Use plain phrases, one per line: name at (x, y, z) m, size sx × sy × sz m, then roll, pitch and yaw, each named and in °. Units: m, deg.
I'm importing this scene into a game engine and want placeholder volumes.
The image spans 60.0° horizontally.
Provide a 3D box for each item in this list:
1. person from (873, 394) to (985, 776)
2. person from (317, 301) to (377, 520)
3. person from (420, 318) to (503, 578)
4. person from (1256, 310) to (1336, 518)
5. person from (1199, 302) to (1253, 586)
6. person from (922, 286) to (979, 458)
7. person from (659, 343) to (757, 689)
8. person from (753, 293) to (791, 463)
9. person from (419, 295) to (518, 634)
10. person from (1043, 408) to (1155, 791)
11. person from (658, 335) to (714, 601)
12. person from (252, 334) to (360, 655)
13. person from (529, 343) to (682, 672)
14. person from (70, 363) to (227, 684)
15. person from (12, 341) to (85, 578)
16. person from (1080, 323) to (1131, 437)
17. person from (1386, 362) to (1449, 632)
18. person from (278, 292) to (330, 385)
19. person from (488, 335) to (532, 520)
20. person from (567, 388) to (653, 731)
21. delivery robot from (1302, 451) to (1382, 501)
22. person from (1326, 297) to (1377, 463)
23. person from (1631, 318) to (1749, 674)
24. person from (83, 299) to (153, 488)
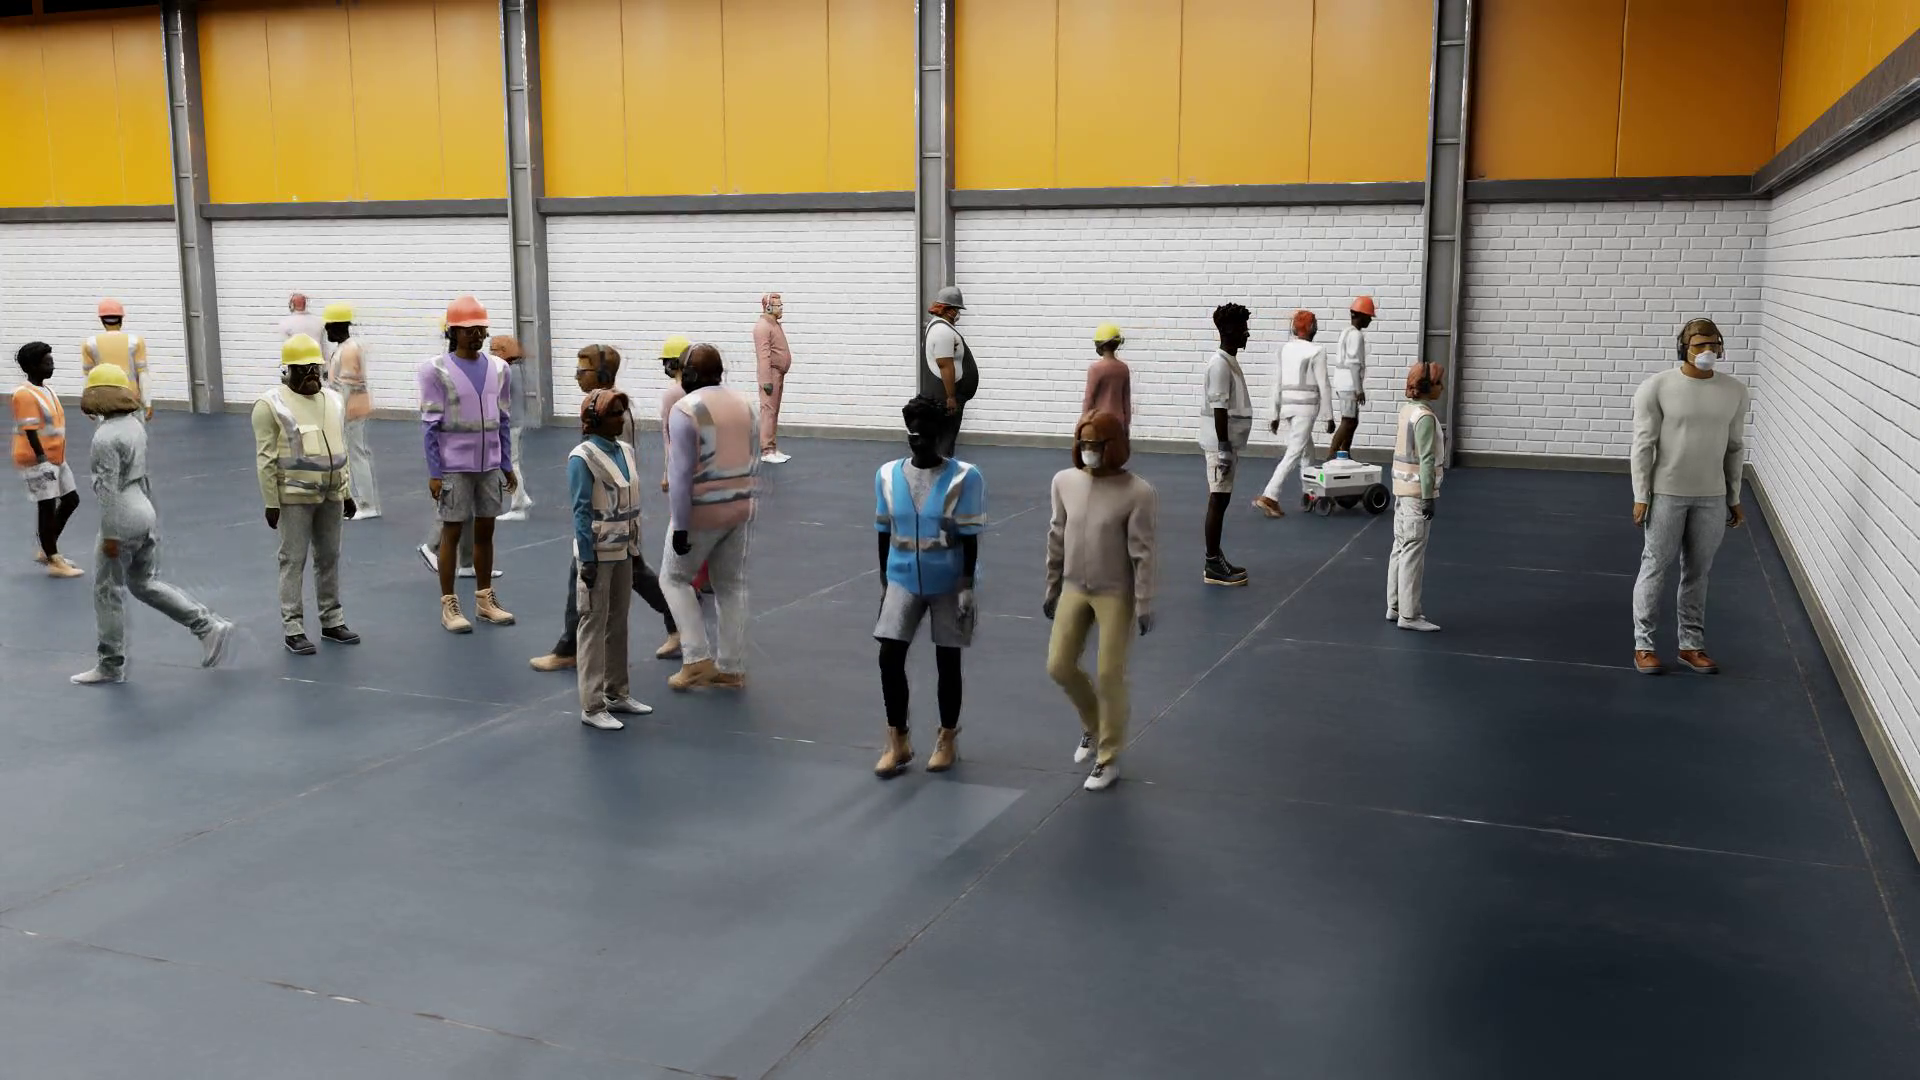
person at (-0.156, 0.212, 7.177) m, size 0.534 × 1.674 × 0.556 m, roll 3°, pitch 10°, yaw 17°
person at (-5.374, -1.103, 14.416) m, size 0.579 × 1.907 × 0.593 m, roll -6°, pitch 11°, yaw -31°
person at (-3.514, -0.658, 11.690) m, size 0.440 × 1.913 × 0.618 m, roll 0°, pitch 9°, yaw 2°
person at (2.996, -1.129, 14.820) m, size 0.999 × 1.838 × 0.613 m, roll -5°, pitch 11°, yaw -29°
person at (1.864, -0.675, 11.657) m, size 0.368 × 1.966 × 0.603 m, roll 2°, pitch 10°, yaw 11°
person at (-0.091, -1.420, 15.946) m, size 0.537 × 2.000 × 0.679 m, roll -2°, pitch 10°, yaw -12°
person at (-1.321, -0.113, 8.705) m, size 0.476 × 1.821 × 0.644 m, roll 7°, pitch 12°, yaw 35°
person at (-2.112, -1.832, 18.849) m, size 0.408 × 1.909 × 0.638 m, roll 1°, pitch 9°, yaw 4°
person at (-2.968, -0.464, 10.145) m, size 0.395 × 2.044 × 0.609 m, roll 8°, pitch 12°, yaw 41°
person at (0.586, 0.248, 7.095) m, size 0.518 × 1.617 × 0.353 m, roll 6°, pitch 11°, yaw 31°
person at (-1.843, -0.478, 11.071) m, size 0.328 × 1.767 × 0.532 m, roll 3°, pitch 10°, yaw 18°
person at (-3.751, -0.270, 9.606) m, size 0.404 × 1.831 × 0.600 m, roll 6°, pitch 11°, yaw 32°
person at (-1.899, -0.189, 9.190) m, size 0.945 × 1.810 × 0.516 m, roll -3°, pitch 10°, yaw -17°
person at (-4.379, -0.089, 8.881) m, size 0.694 × 1.707 × 0.499 m, roll -1°, pitch 9°, yaw -6°
person at (-6.472, -0.562, 11.796) m, size 0.381 × 1.696 × 0.552 m, roll -1°, pitch 9°, yaw -8°
person at (1.321, -1.008, 14.380) m, size 0.810 × 1.735 × 0.524 m, roll 8°, pitch 12°, yaw 39°
person at (2.798, -0.268, 10.181) m, size 0.311 × 1.638 × 0.522 m, roll 0°, pitch 9°, yaw 1°
person at (-8.187, -2.152, 20.829) m, size 0.622 × 1.893 × 0.650 m, roll 7°, pitch 12°, yaw 37°
person at (-3.955, -0.969, 14.462) m, size 0.352 × 1.617 × 0.530 m, roll 0°, pitch 9°, yaw 0°
person at (-1.706, 0.083, 8.048) m, size 0.308 × 1.641 × 0.515 m, roll 3°, pitch 10°, yaw 17°
delivery robot at (3.422, -0.556, 14.921) m, size 0.707 × 0.478 × 0.477 m, roll -4°, pitch 10°, yaw -24°
person at (4.094, -1.593, 17.501) m, size 0.558 × 1.888 × 0.770 m, roll 1°, pitch 9°, yaw 6°
person at (3.964, -0.233, 9.063) m, size 0.627 × 1.941 × 0.371 m, roll 0°, pitch 9°, yaw -3°
person at (-8.017, -1.336, 15.855) m, size 0.578 × 1.895 × 0.918 m, roll -4°, pitch 10°, yaw -22°
